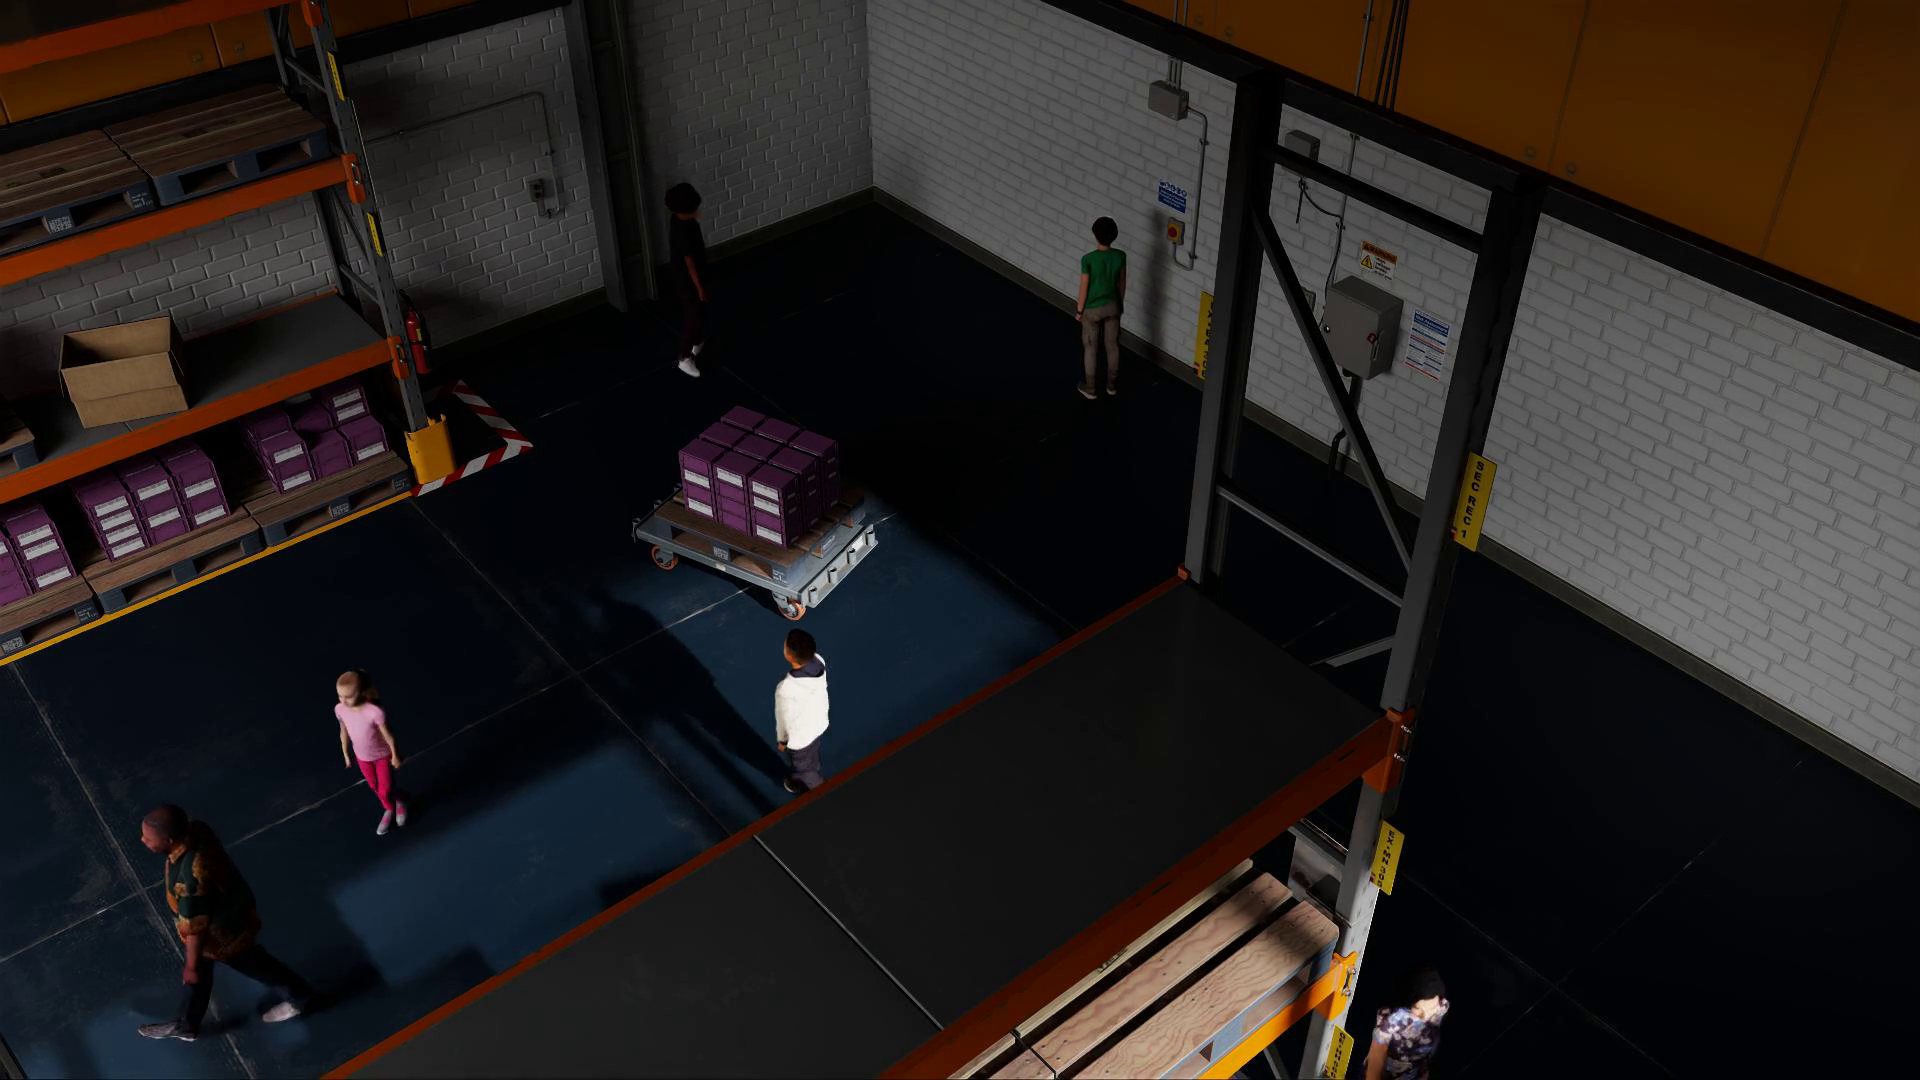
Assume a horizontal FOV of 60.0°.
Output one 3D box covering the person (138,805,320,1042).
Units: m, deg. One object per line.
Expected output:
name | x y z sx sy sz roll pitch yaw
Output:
person | -3.860 2.036 8.866 1.218 1.761 0.893 -16 41 -20

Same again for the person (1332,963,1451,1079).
person | 2.082 2.606 8.185 0.930 1.720 0.815 -18 42 -21

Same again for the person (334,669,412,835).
person | -3.586 1.261 10.235 0.594 1.264 0.647 7 39 8

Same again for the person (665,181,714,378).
person | -2.339 -2.332 14.338 0.810 1.759 0.874 -18 42 -22

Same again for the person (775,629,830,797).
person | -0.912 1.164 10.214 0.784 1.441 0.811 23 44 26

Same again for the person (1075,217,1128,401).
person | 1.195 -1.937 13.930 0.602 1.650 0.724 -10 40 -12
